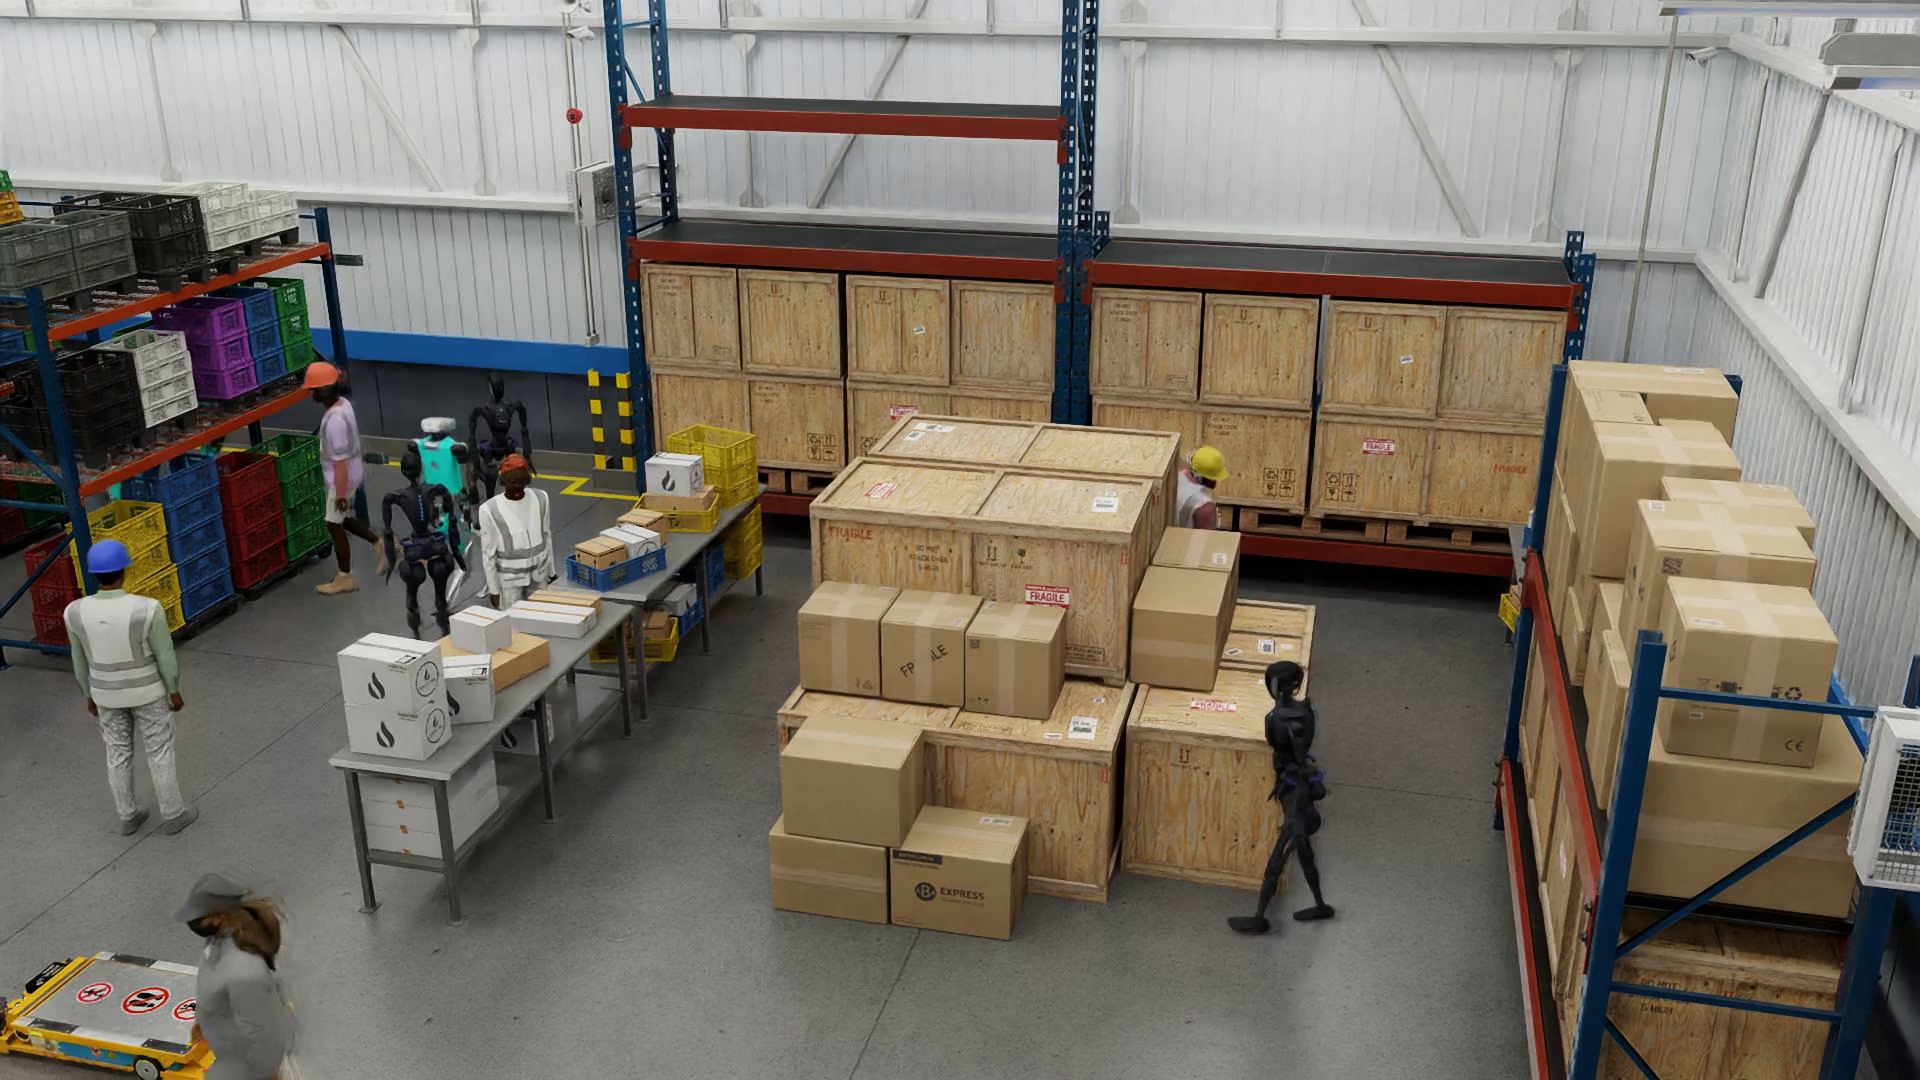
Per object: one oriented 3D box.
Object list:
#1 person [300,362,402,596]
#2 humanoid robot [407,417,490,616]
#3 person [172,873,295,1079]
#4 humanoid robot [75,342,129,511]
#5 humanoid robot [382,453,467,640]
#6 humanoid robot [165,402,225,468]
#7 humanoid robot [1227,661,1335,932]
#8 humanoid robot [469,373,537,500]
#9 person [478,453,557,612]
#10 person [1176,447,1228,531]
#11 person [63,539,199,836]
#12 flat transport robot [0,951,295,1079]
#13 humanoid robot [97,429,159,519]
[{"bbox_3d":[-5.163,-0.518,13.940,0.632,2.021,0.621,-5,22,-13],"label":"person"},{"bbox_3d":[-4.048,-0.223,13.568,0.539,1.738,1.005,6,22,16],"label":"humanoid robot"},{"bbox_3d":[-3.202,2.218,7.188,0.770,1.740,0.571,-10,23,-24],"label":"person"},{"bbox_3d":[-7.964,-0.932,15.388,0.686,1.772,0.536,-10,23,-23],"label":"humanoid robot"},{"bbox_3d":[-4.108,0.119,12.753,0.609,1.648,0.339,-13,24,-31],"label":"humanoid robot"},{"bbox_3d":[-7.080,-0.849,15.285,0.562,1.813,0.822,-3,21,-8],"label":"humanoid robot"},{"bbox_3d":[1.846,1.433,9.356,0.657,1.624,0.608,-1,21,-3],"label":"humanoid robot"},{"bbox_3d":[-4.118,-0.705,14.931,0.592,1.633,0.625,-14,25,-32],"label":"humanoid robot"},{"bbox_3d":[-3.172,0.277,12.061,0.353,1.881,0.574,18,27,39],"label":"person"},{"bbox_3d":[1.732,0.085,12.717,0.408,1.787,0.729,-8,22,-19],"label":"person"},{"bbox_3d":[-5.130,0.925,10.292,0.606,1.939,0.415,-1,21,-3],"label":"person"},{"bbox_3d":[-4.270,2.464,8.601,1.431,0.231,0.659,5,22,13],"label":"flat transport robot"},{"bbox_3d":[-7.332,-0.614,14.579,0.533,1.784,0.671,-5,21,-12],"label":"humanoid robot"}]
